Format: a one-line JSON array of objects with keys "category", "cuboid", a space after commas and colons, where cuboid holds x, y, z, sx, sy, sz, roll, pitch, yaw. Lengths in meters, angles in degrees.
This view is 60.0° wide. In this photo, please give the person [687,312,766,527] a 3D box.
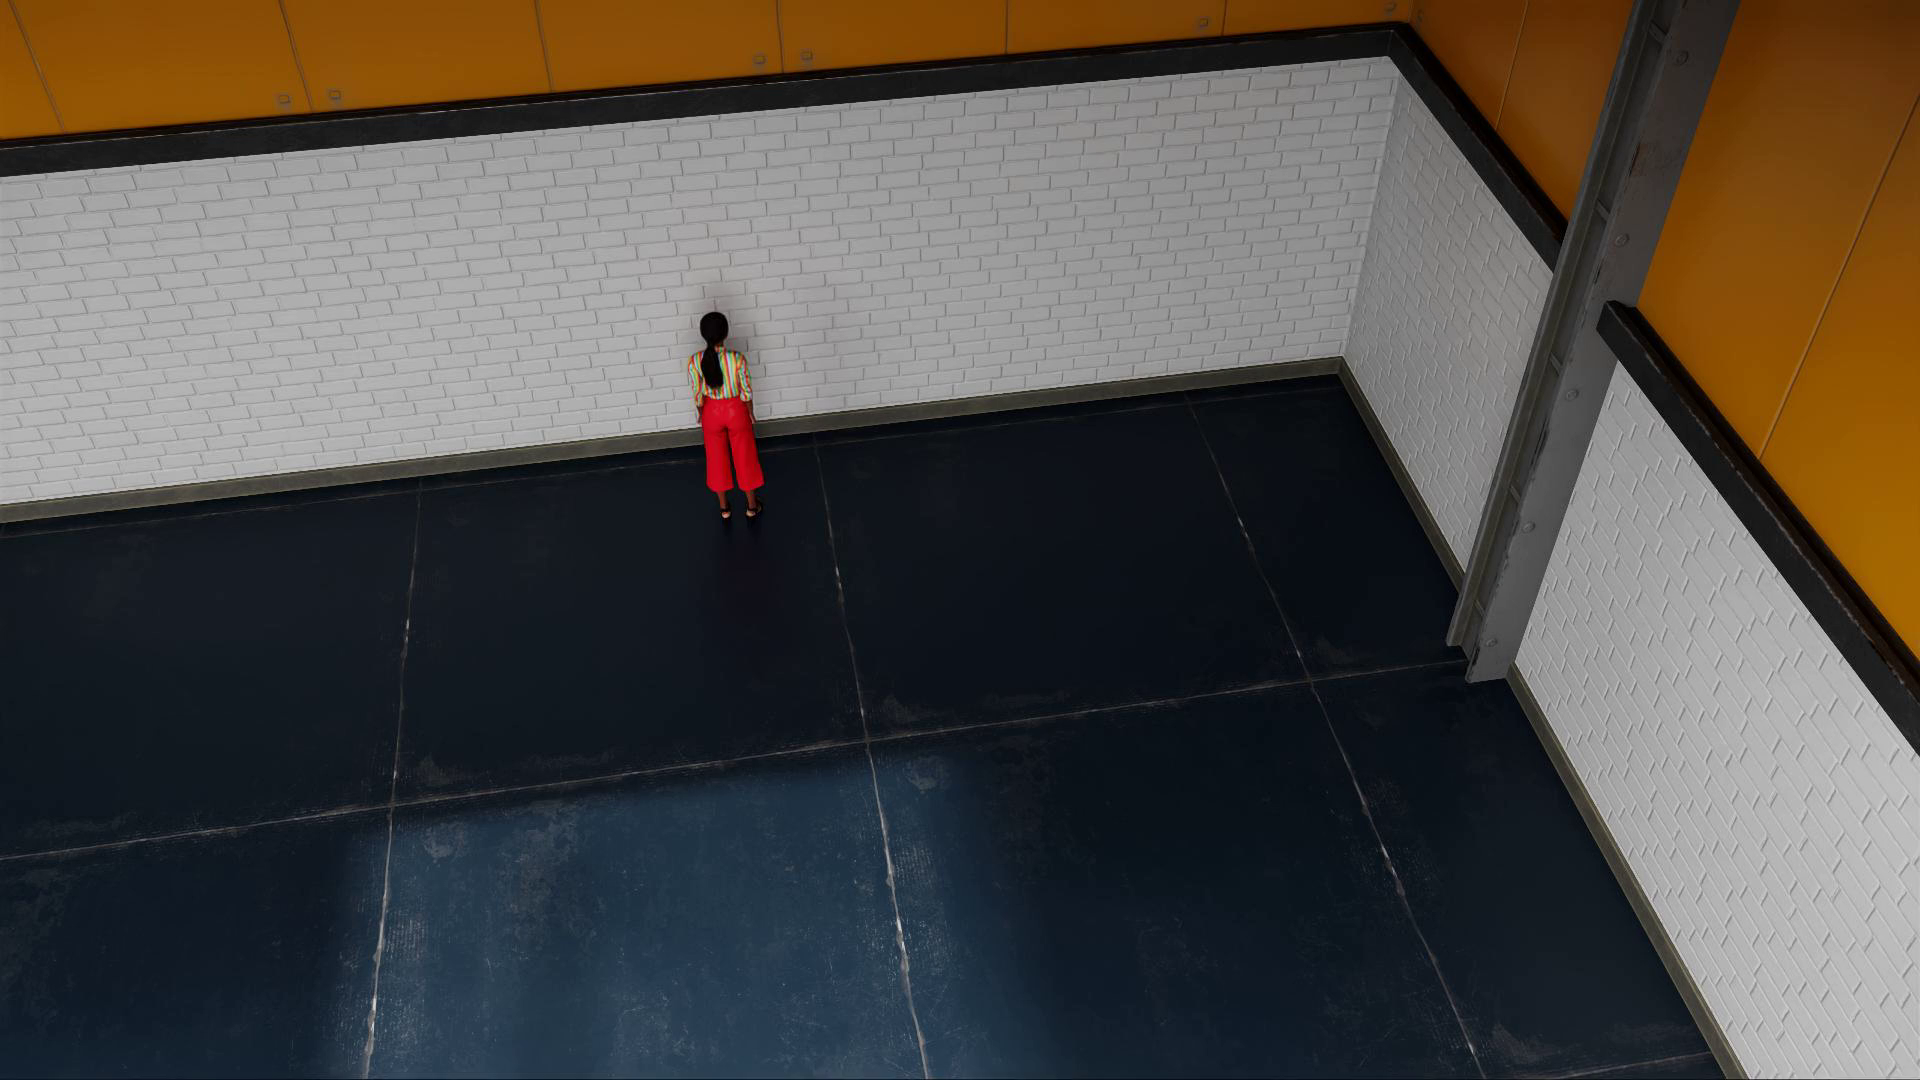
[{"category": "person", "cuboid": [-1.652, -0.840, 11.733, 0.631, 1.791, 0.579, -1, 44, -1]}]
